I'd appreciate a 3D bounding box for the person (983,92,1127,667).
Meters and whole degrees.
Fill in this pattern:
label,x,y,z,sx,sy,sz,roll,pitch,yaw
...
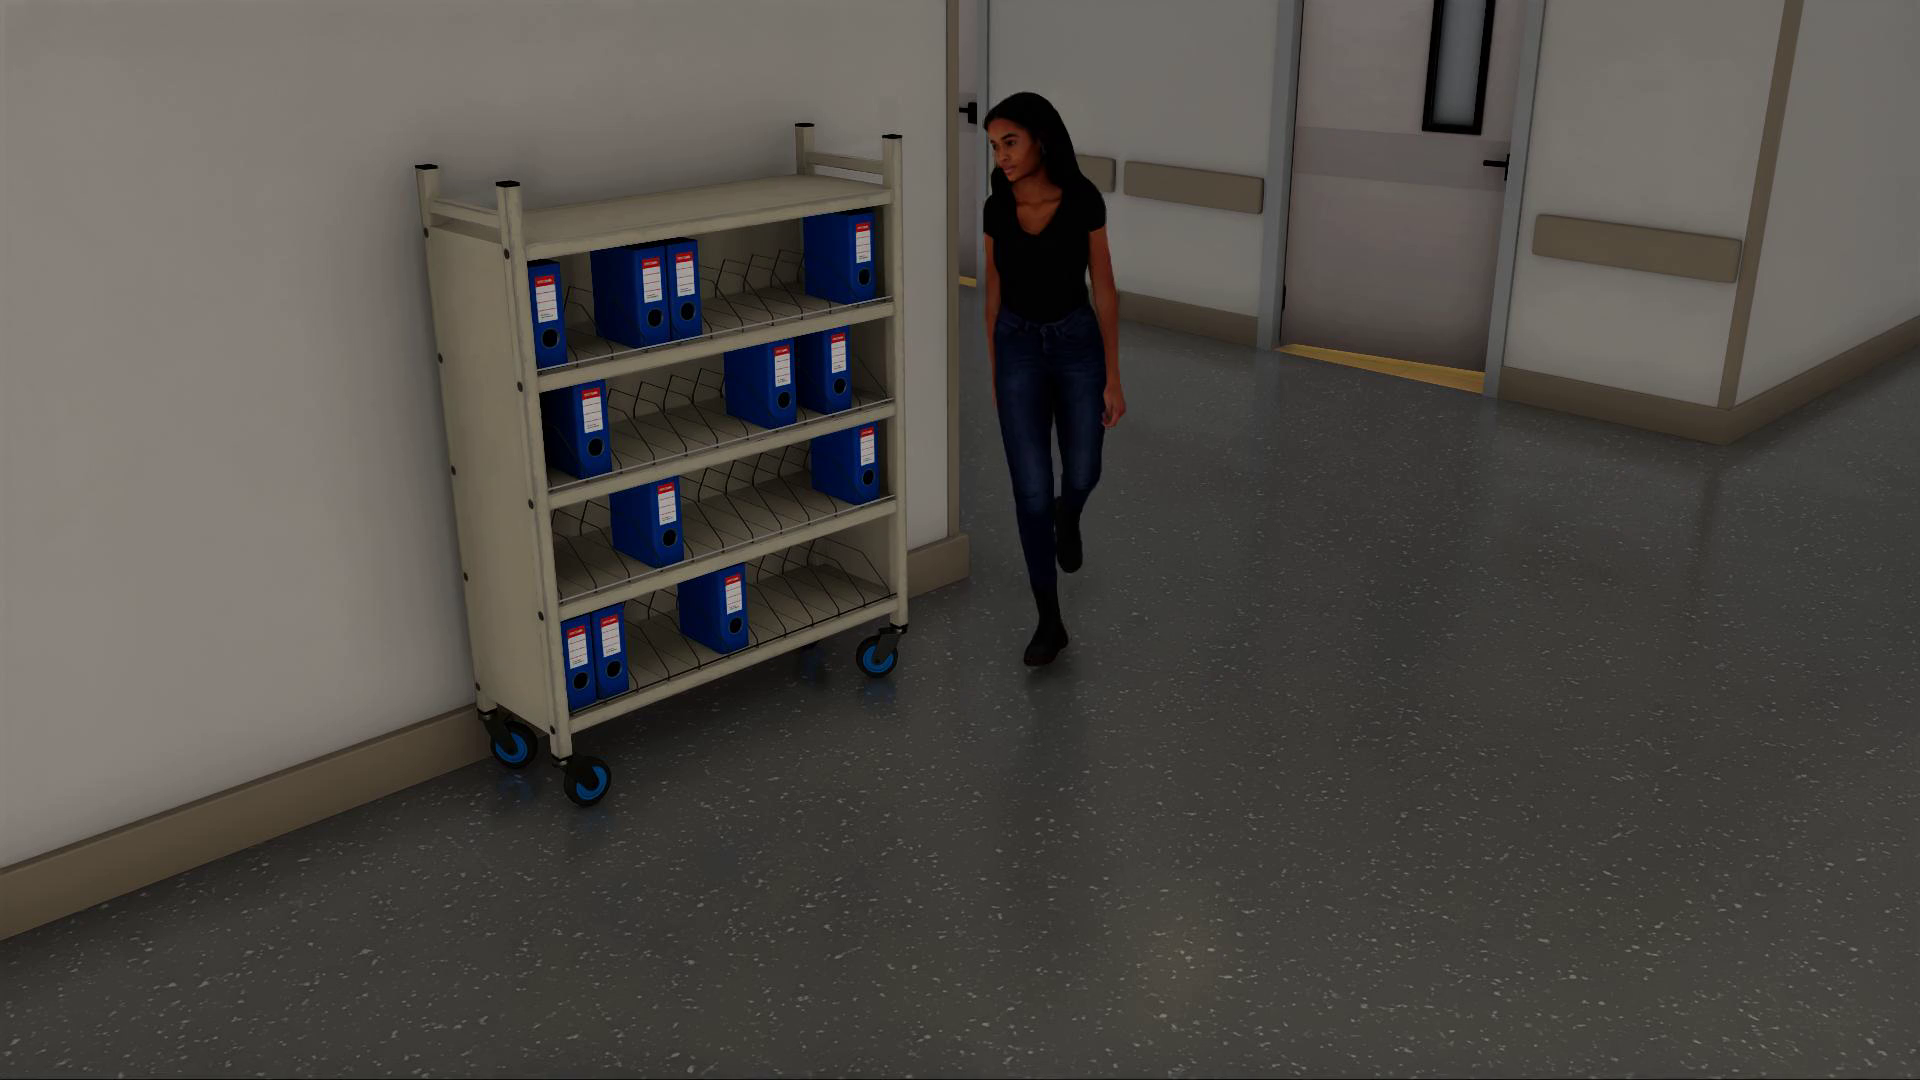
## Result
label,x,y,z,sx,sy,sz,roll,pitch,yaw
person,0.291,-0.516,5.212,1.038,1.700,1.164,1,21,2
